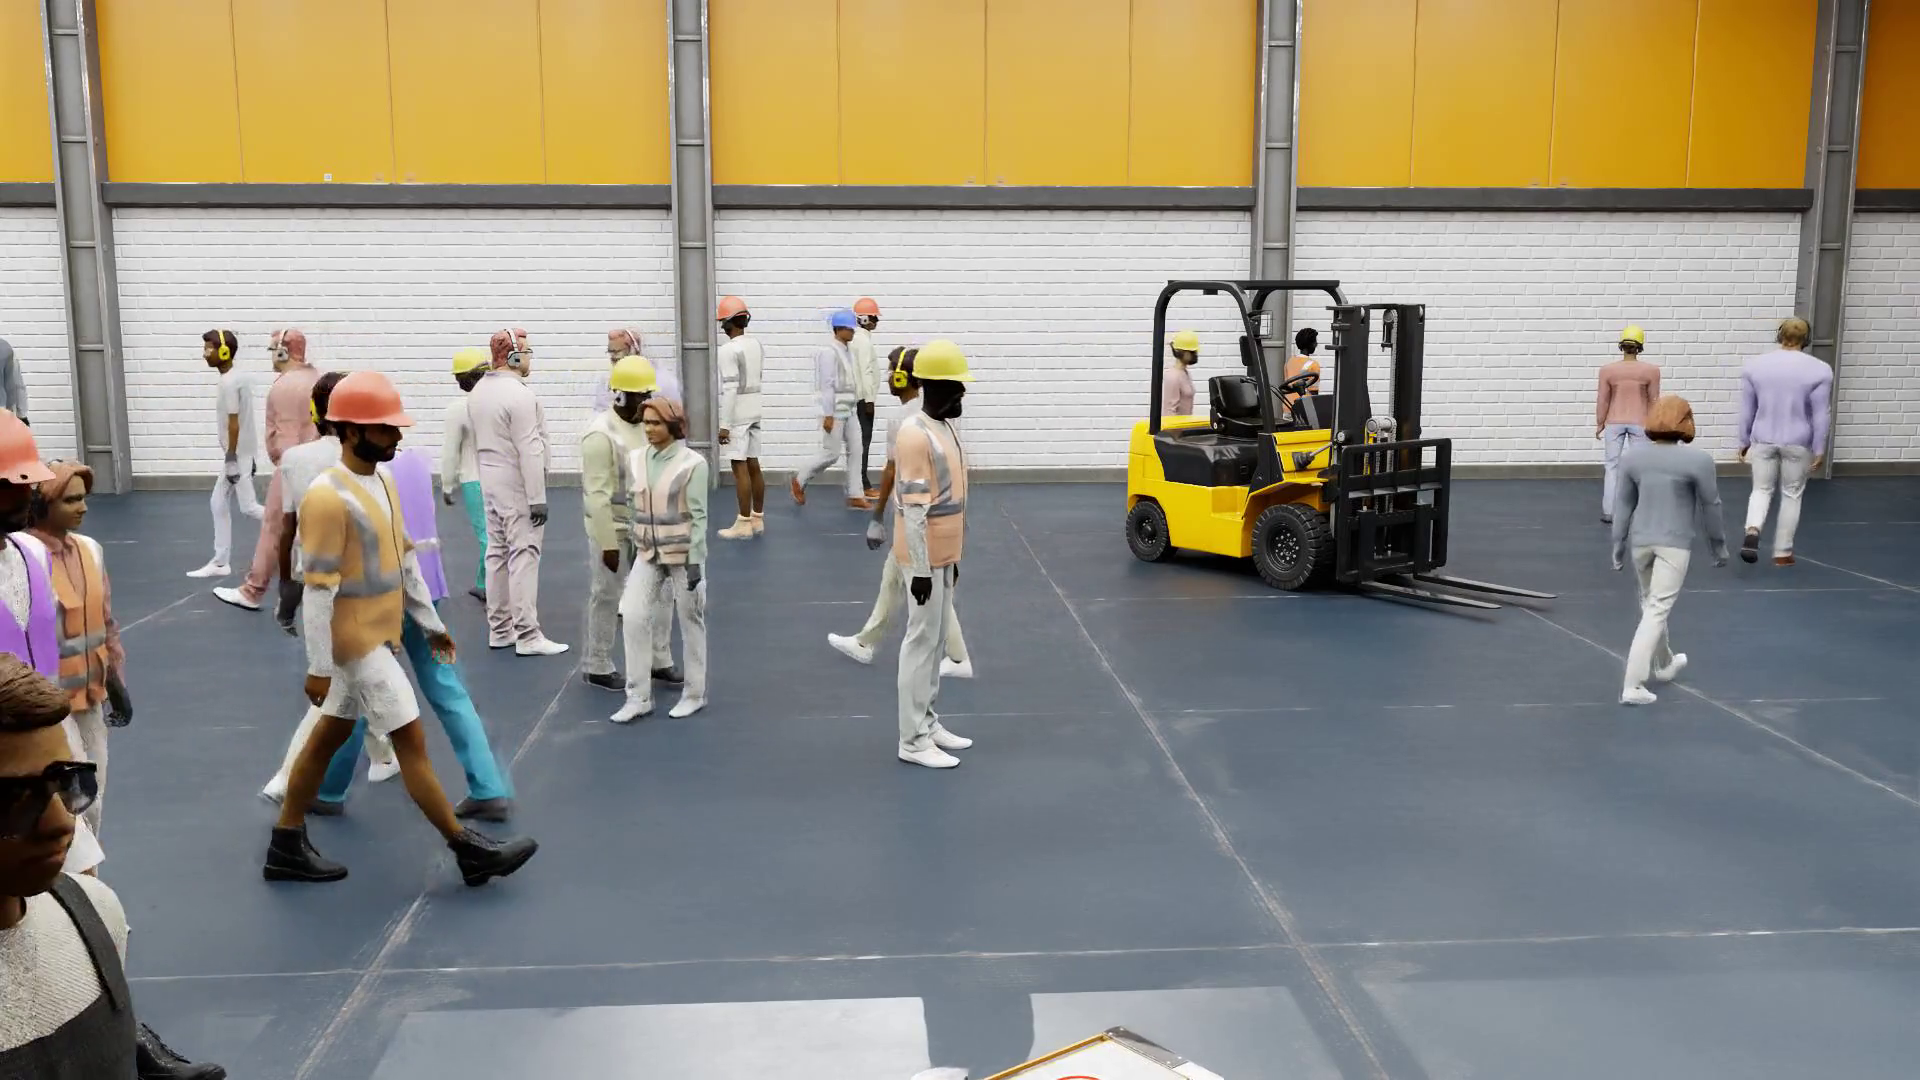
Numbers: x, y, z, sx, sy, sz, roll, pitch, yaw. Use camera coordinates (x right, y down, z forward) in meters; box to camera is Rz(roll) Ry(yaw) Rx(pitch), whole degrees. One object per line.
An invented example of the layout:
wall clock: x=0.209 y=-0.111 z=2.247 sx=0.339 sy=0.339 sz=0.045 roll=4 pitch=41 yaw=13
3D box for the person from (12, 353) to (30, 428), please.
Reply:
person: x=-9.268 y=-1.172 z=15.806 sx=0.887 sy=1.780 sz=0.650 roll=4 pitch=10 yaw=24

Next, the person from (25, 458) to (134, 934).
person: x=-2.914 y=0.540 z=5.425 sx=0.375 sy=1.622 sz=0.535 roll=1 pitch=9 yaw=6

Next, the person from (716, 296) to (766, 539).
person: x=-1.869 y=-1.022 z=13.987 sx=0.395 sy=2.039 sz=0.606 roll=4 pitch=10 yaw=21

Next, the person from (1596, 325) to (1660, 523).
person: x=5.938 y=-1.018 z=14.808 sx=0.523 sy=1.769 sz=0.324 roll=4 pitch=10 yaw=25

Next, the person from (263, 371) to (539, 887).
person: x=-2.084 y=0.338 z=5.962 sx=1.052 sy=1.875 sz=0.551 roll=0 pitch=9 yaw=-3

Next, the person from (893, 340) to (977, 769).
person: x=-0.106 y=0.057 z=7.553 sx=0.379 sy=1.925 sz=0.594 roll=2 pitch=9 yaw=12

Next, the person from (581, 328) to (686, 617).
person: x=-2.169 y=-0.435 z=10.845 sx=0.651 sy=1.862 sz=0.947 roll=7 pitch=11 yaw=36

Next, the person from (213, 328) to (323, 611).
person: x=-4.423 y=-0.444 z=10.902 sx=0.958 sy=1.863 sz=0.671 roll=1 pitch=9 yaw=8

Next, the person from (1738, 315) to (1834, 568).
person: x=6.138 y=-0.716 z=12.429 sx=0.640 sy=1.918 sz=0.619 roll=8 pitch=12 yaw=41

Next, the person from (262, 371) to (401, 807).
person: x=-2.640 y=0.212 z=6.955 sx=0.551 sy=1.822 sz=0.920 roll=3 pitch=10 yaw=20

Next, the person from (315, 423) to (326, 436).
person: x=-3.015 y=0.070 z=8.197 sx=0.316 sy=1.695 sz=0.542 roll=-4 pitch=10 yaw=-22

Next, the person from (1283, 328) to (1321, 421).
person: x=3.457 y=-1.300 z=16.826 sx=0.322 sy=1.690 sz=0.531 roll=-4 pitch=10 yaw=-23

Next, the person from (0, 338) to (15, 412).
person: x=-9.085 y=-1.205 z=15.458 sx=0.373 sy=1.936 sz=0.629 roll=4 pitch=10 yaw=23

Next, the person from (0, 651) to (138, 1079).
person: x=-1.174 y=1.009 z=1.958 sx=0.918 sy=1.816 sz=0.525 roll=3 pitch=9 yaw=16

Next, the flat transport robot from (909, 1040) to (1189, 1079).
flat transport robot: x=0.530 y=1.483 z=3.784 sx=0.652 sy=0.197 sz=1.431 roll=-7 pitch=12 yaw=-39

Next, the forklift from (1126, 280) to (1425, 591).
forklift: x=2.301 y=-0.860 z=12.475 sx=1.214 sy=2.155 sz=2.313 roll=-6 pitch=11 yaw=-35

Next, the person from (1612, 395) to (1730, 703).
person: x=3.716 y=0.040 z=8.735 sx=0.869 sy=1.587 sz=0.515 roll=-7 pitch=11 yaw=-37

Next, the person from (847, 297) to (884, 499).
person: x=-0.947 y=-1.405 z=16.524 sx=0.395 sy=1.992 sz=0.622 roll=-3 pitch=9 yaw=-16

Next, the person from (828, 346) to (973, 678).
person: x=-0.330 y=-0.156 z=9.224 sx=0.961 sy=1.817 sz=0.551 roll=4 pitch=10 yaw=25

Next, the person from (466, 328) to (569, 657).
person: x=-2.587 y=-0.277 z=9.719 sx=0.409 sy=1.908 sz=0.639 roll=-9 pitch=12 yaw=-43

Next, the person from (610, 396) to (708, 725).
person: x=-1.487 y=0.111 z=8.154 sx=0.545 sy=1.612 sz=0.652 roll=5 pitch=10 yaw=28

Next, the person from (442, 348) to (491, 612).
person: x=-3.204 y=-0.395 z=10.978 sx=0.814 sy=1.727 sz=0.533 roll=8 pitch=12 yaw=40

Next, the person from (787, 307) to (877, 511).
person: x=-1.197 y=-1.223 z=15.610 sx=0.807 sy=1.918 sz=0.615 roll=4 pitch=10 yaw=23

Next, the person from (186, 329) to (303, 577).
person: x=-5.227 y=-0.632 z=12.206 sx=0.861 sy=1.837 sz=0.520 roll=-4 pitch=10 yaw=-23

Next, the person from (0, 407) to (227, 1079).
person: x=-2.475 y=0.597 z=4.294 sx=0.994 sy=1.882 sz=0.566 roll=2 pitch=9 yaw=10

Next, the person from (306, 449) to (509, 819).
person: x=-2.283 y=0.263 z=6.720 sx=0.989 sy=1.787 sz=0.590 roll=3 pitch=10 yaw=20

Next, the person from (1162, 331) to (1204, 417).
person: x=1.860 y=-0.881 z=14.017 sx=0.378 sy=1.752 sz=0.523 roll=3 pitch=10 yaw=20

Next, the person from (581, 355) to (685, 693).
person: x=-1.700 y=-0.062 z=8.683 sx=0.691 sy=1.799 sz=0.625 roll=4 pitch=10 yaw=22
